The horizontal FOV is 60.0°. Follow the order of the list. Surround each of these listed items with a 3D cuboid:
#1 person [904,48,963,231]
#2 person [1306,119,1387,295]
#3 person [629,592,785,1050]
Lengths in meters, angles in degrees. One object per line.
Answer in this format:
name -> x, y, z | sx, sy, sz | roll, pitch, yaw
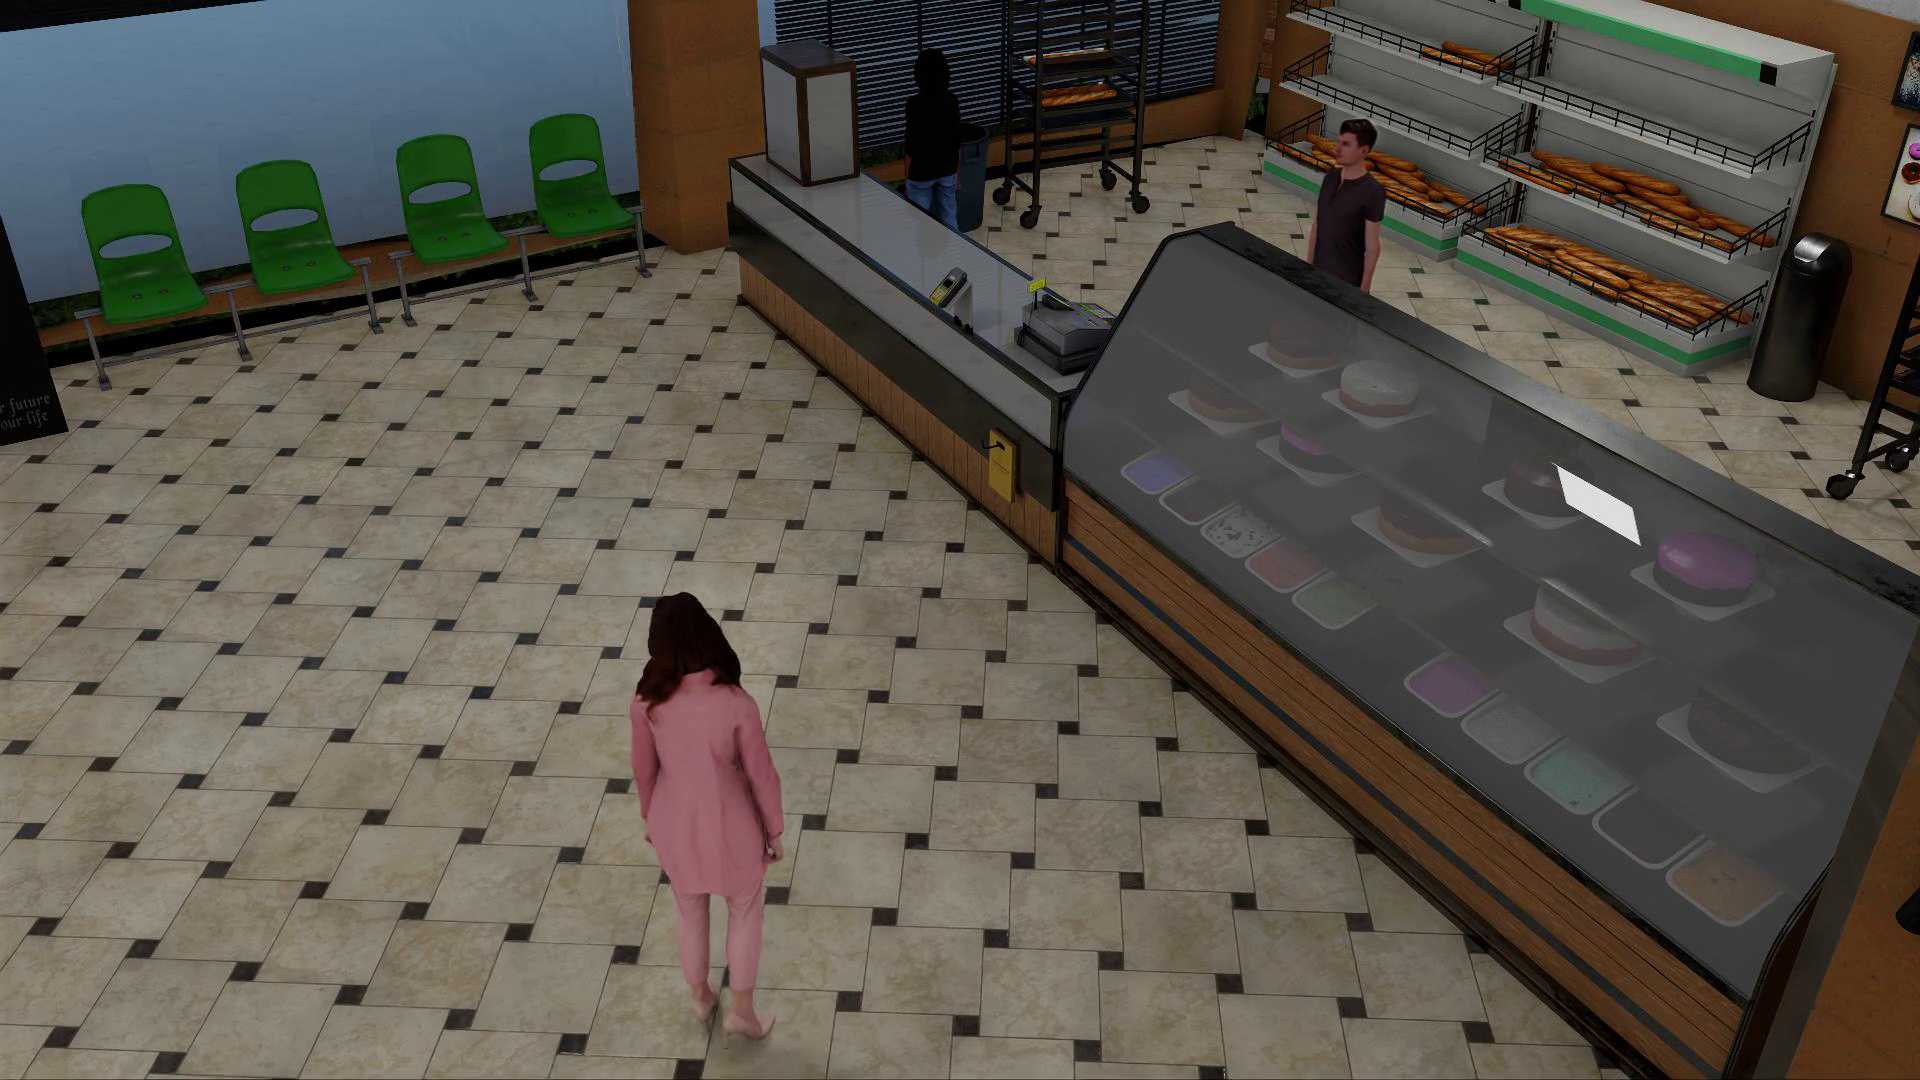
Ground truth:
person -> -0.182, -2.395, 10.984 | 0.512, 1.702, 0.650 | -12, 34, -18
person -> 2.133, -1.451, 9.326 | 0.514, 1.851, 0.647 | -17, 36, -25
person -> -0.842, 0.964, 5.496 | 0.691, 1.797, 0.788 | 5, 32, 9
